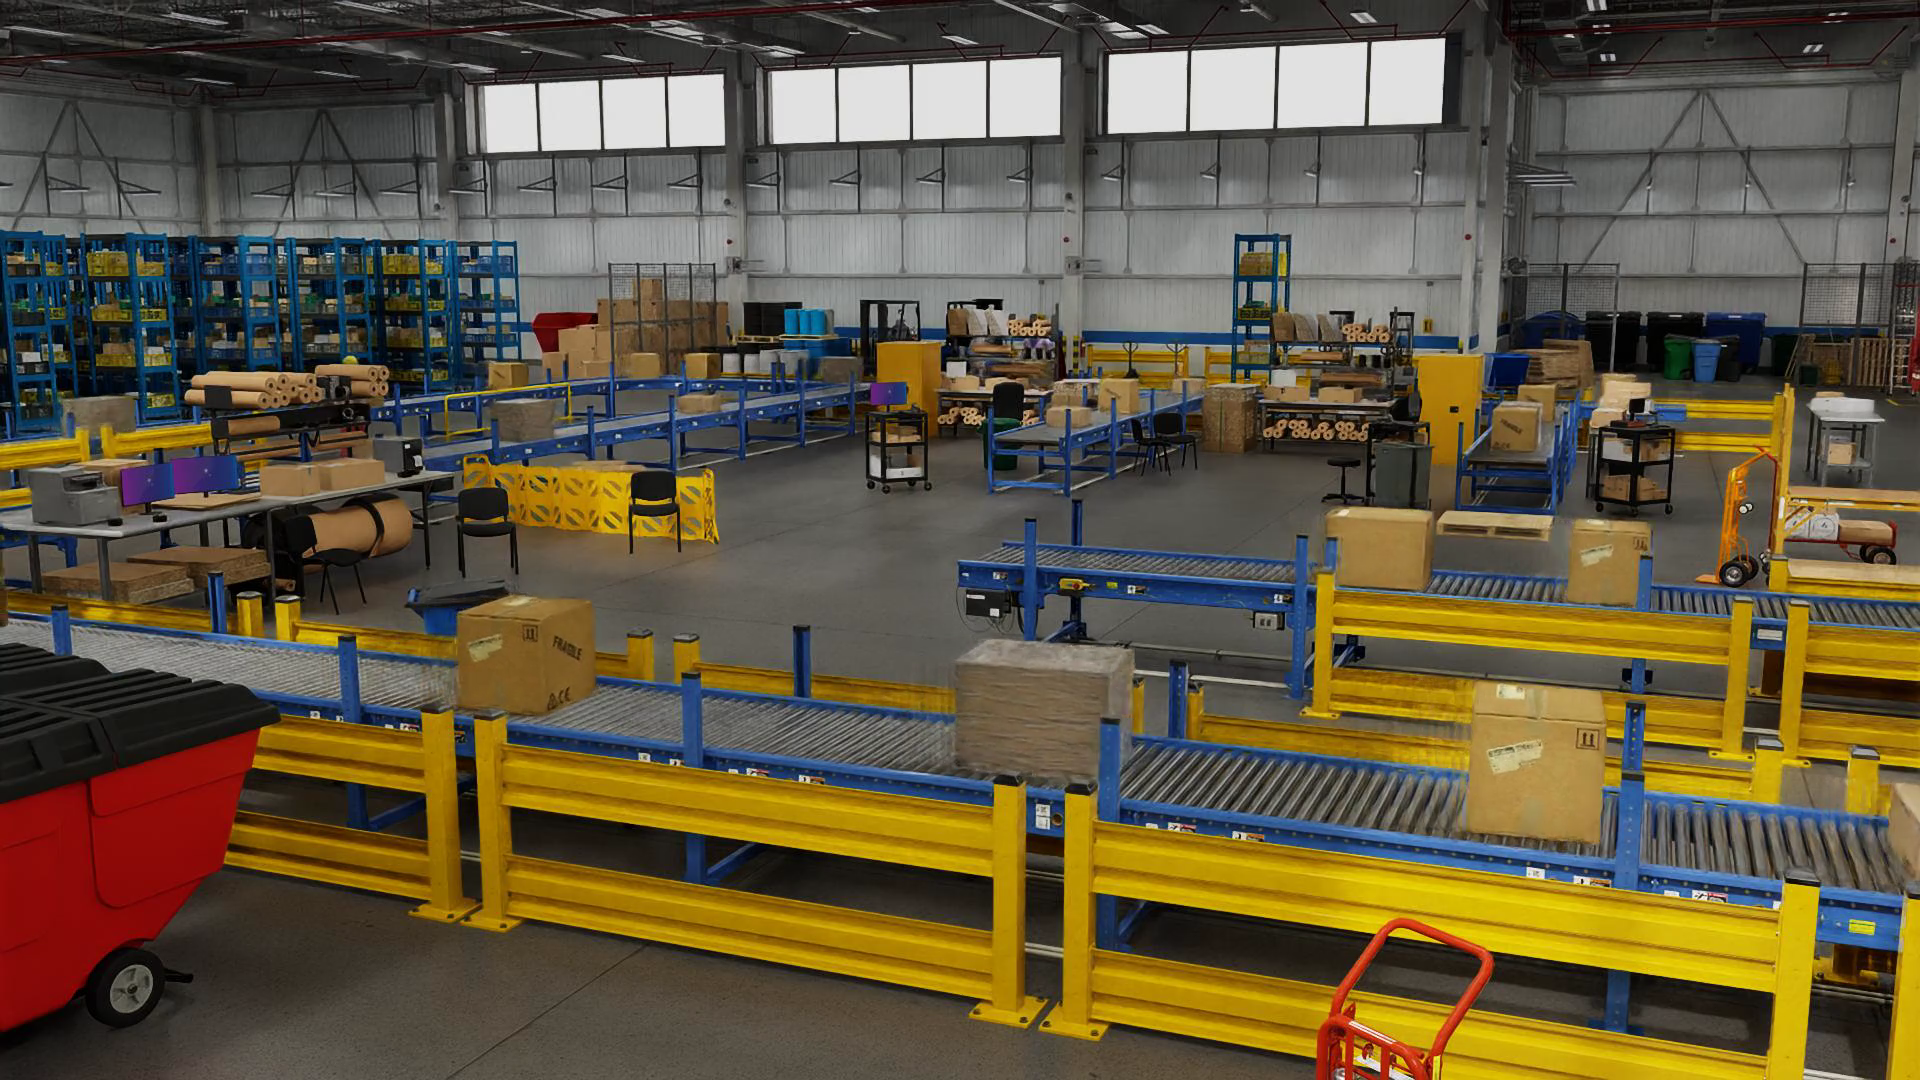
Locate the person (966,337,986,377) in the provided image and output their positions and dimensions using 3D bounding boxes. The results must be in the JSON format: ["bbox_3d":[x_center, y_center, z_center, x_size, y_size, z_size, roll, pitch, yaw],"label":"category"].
[{"bbox_3d":[0.410,-3.649,34.882,0.762,1.889,0.647,-2,9,-9],"label":"person"}]

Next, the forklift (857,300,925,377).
[{"bbox_3d":[-1.732,-5.109,42.468,1.157,1.987,2.680,4,10,22],"label":"forklift"}]

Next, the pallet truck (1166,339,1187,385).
[{"bbox_3d":[5.418,-4.269,40.420,0.704,1.261,1.522,3,10,20],"label":"pallet truck"}]

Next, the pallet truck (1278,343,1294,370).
[{"bbox_3d":[7.886,-4.163,39.743,0.653,1.274,1.630,4,10,22],"label":"pallet truck"}]

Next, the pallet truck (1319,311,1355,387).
[{"bbox_3d":[9.071,-4.419,39.190,0.823,1.965,1.885,5,10,26],"label":"pallet truck"}]

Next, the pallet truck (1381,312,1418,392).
[{"bbox_3d":[10.207,-4.283,38.369,0.823,1.965,1.885,3,10,20],"label":"pallet truck"}]

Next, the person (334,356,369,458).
[{"bbox_3d":[-8.597,-1.723,23.558,0.534,1.767,0.317,3,10,20],"label":"person"}]

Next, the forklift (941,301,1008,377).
[{"bbox_3d":[0.365,-4.966,41.571,1.157,1.987,2.680,3,10,20],"label":"forklift"}]

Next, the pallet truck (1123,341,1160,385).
[{"bbox_3d":[4.445,-4.380,41.279,0.680,1.201,1.601,4,10,22],"label":"pallet truck"}]

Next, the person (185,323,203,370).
[{"bbox_3d":[-17.917,-4.300,39.035,0.653,1.816,0.397,-9,13,-43],"label":"person"}]

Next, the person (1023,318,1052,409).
[{"bbox_3d":[1.437,-3.179,31.540,0.608,2.045,0.391,7,12,36],"label":"person"}]
